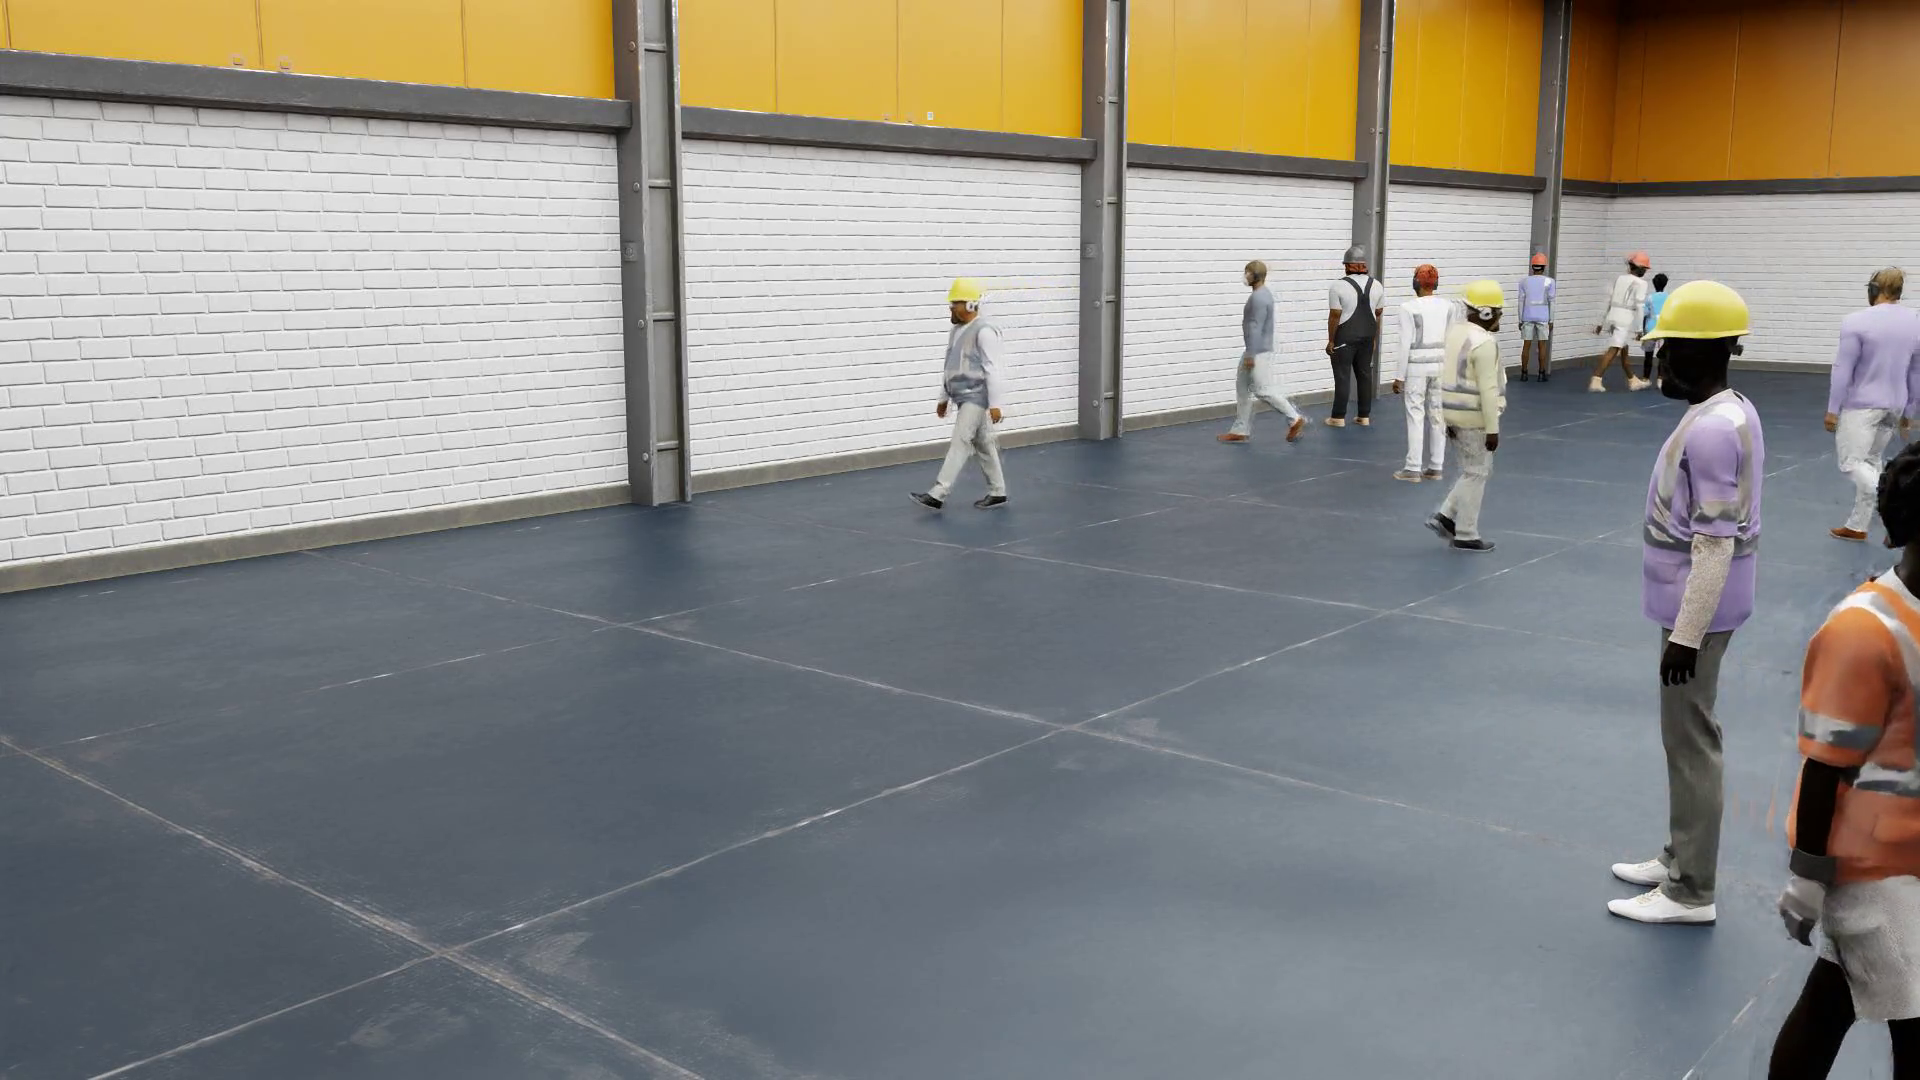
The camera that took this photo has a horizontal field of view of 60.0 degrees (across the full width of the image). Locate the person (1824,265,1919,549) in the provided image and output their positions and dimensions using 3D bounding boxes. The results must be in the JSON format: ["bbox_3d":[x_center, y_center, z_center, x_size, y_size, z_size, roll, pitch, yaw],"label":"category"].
[{"bbox_3d":[6.183,-0.878,11.149,0.637,1.915,0.767,-3,10,-14],"label":"person"}]

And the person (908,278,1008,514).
[{"bbox_3d":[-0.002,-1.093,12.728,0.925,1.781,0.617,-4,11,-21],"label":"person"}]

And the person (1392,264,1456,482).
[{"bbox_3d":[4.019,-1.442,14.441,0.574,1.881,0.357,-4,11,-21],"label":"person"}]

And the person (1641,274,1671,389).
[{"bbox_3d":[10.089,-3.011,24.027,0.535,1.650,0.889,3,10,18],"label":"person"}]

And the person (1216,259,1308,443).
[{"bbox_3d":[3.147,-1.930,17.150,0.868,1.920,0.632,1,10,7],"label":"person"}]

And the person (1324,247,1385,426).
[{"bbox_3d":[4.439,-2.316,18.966,0.683,2.000,0.538,-4,11,-20],"label":"person"}]

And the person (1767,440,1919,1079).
[{"bbox_3d":[1.897,0.638,3.173,0.557,1.664,0.758,-8,13,-39],"label":"person"}]

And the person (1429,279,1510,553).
[{"bbox_3d":[3.415,-0.809,11.021,0.428,1.816,0.620,-1,10,-3],"label":"person"}]

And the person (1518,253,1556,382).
[{"bbox_3d":[8.725,-3.357,25.190,0.544,1.939,0.354,5,11,26],"label":"person"}]

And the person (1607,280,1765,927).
[{"bbox_3d":[2.183,0.195,4.993,0.367,1.926,0.594,5,11,24],"label":"person"}]

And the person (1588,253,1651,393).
[{"bbox_3d":[9.285,-3.039,23.353,1.088,1.958,0.652,-3,10,-15],"label":"person"}]
